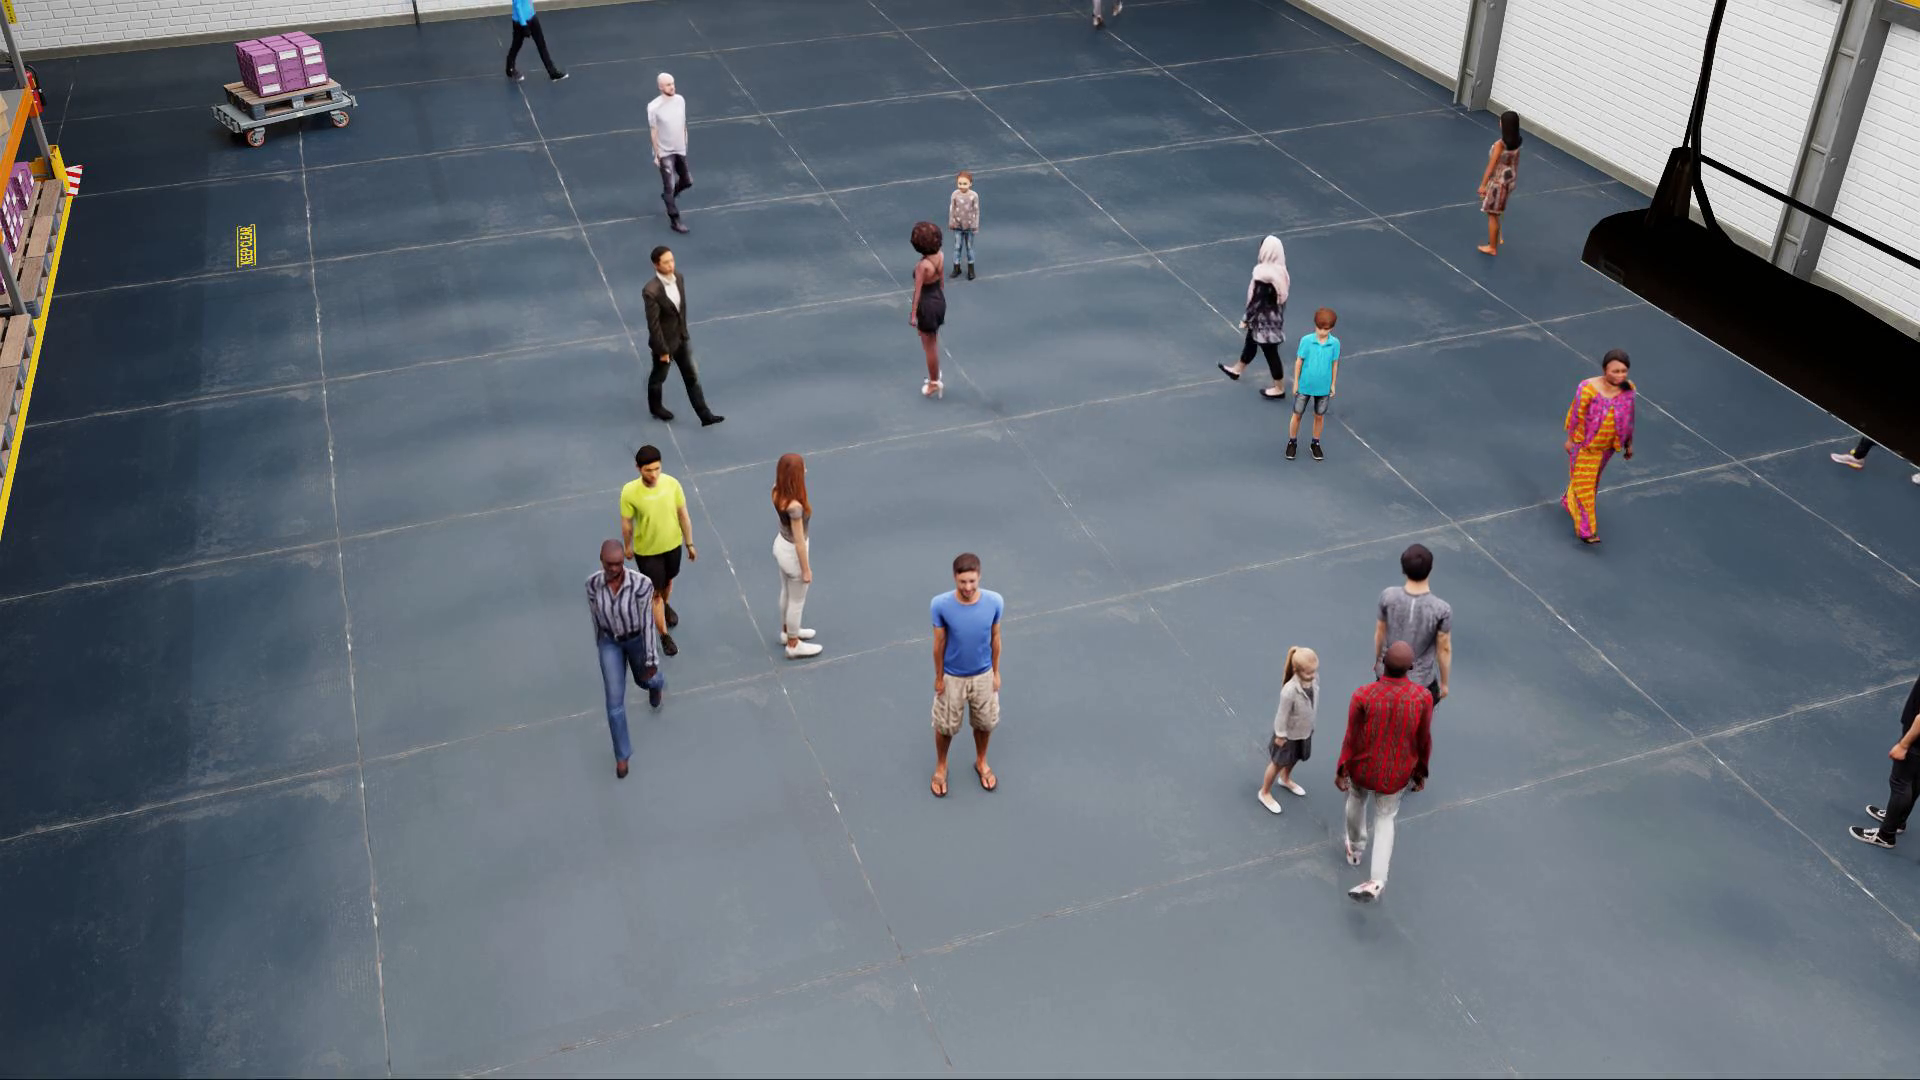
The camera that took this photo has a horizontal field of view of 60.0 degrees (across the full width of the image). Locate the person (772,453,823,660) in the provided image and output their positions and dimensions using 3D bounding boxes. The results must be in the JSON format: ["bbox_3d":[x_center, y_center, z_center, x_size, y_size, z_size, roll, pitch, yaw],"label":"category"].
[{"bbox_3d":[-1.245,0.119,12.236,0.657,1.716,0.485,-15,36,-21],"label":"person"}]

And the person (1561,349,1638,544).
[{"bbox_3d":[5.256,-0.874,13.771,0.793,1.671,1.122,-5,34,-8],"label":"person"}]

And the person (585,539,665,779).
[{"bbox_3d":[-2.238,0.698,11.331,0.858,1.754,1.177,0,34,0],"label":"person"}]

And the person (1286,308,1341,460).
[{"bbox_3d":[3.145,-1.404,14.770,0.588,1.449,0.595,2,34,3],"label":"person"}]

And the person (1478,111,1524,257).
[{"bbox_3d":[6.038,-3.908,18.370,0.750,1.633,0.793,-28,42,-35],"label":"person"}]

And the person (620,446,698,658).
[{"bbox_3d":[-2.303,-0.023,12.488,0.753,1.673,0.999,-20,38,-27],"label":"person"}]

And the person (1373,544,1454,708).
[{"bbox_3d":[2.893,0.915,10.919,0.909,1.849,0.973,22,39,29],"label":"person"}]

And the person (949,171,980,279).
[{"bbox_3d":[0.049,-3.434,18.052,0.547,1.194,0.574,4,34,6],"label":"person"}]

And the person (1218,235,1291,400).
[{"bbox_3d":[2.962,-2.043,15.592,1.080,1.603,0.998,17,37,24],"label":"person"}]

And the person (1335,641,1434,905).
[{"bbox_3d":[2.571,1.448,10.169,1.061,1.792,1.217,4,34,6],"label":"person"}]

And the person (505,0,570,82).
[{"bbox_3d":[-6.192,-7.268,23.328,1.178,1.740,1.202,10,35,15],"label":"person"}]

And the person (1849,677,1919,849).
[{"bbox_3d":[6.117,1.183,10.531,0.699,1.831,0.656,-26,42,-34],"label":"person"}]

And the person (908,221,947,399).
[{"bbox_3d":[-0.205,-2.113,15.537,0.779,1.779,0.722,18,38,25],"label":"person"}]

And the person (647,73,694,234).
[{"bbox_3d":[-3.367,-4.458,19.030,0.865,1.819,0.996,-28,43,-35],"label":"person"}]

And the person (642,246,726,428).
[{"bbox_3d":[-2.724,-1.852,15.154,1.227,1.768,1.089,20,39,28],"label":"person"}]

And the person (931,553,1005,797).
[{"bbox_3d":[0.039,0.857,10.994,0.701,1.862,0.638,-4,34,-7],"label":"person"}]

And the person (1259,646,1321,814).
[{"bbox_3d":[2.197,1.216,10.990,0.567,1.268,0.596,-24,41,-32],"label":"person"}]

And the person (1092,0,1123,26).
[{"bbox_3d":[2.234,-8.907,25.662,1.214,1.885,1.267,15,36,21],"label":"person"}]

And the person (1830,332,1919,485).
[{"bbox_3d":[8.266,-1.266,14.305,1.196,1.732,1.132,14,36,21],"label":"person"}]
